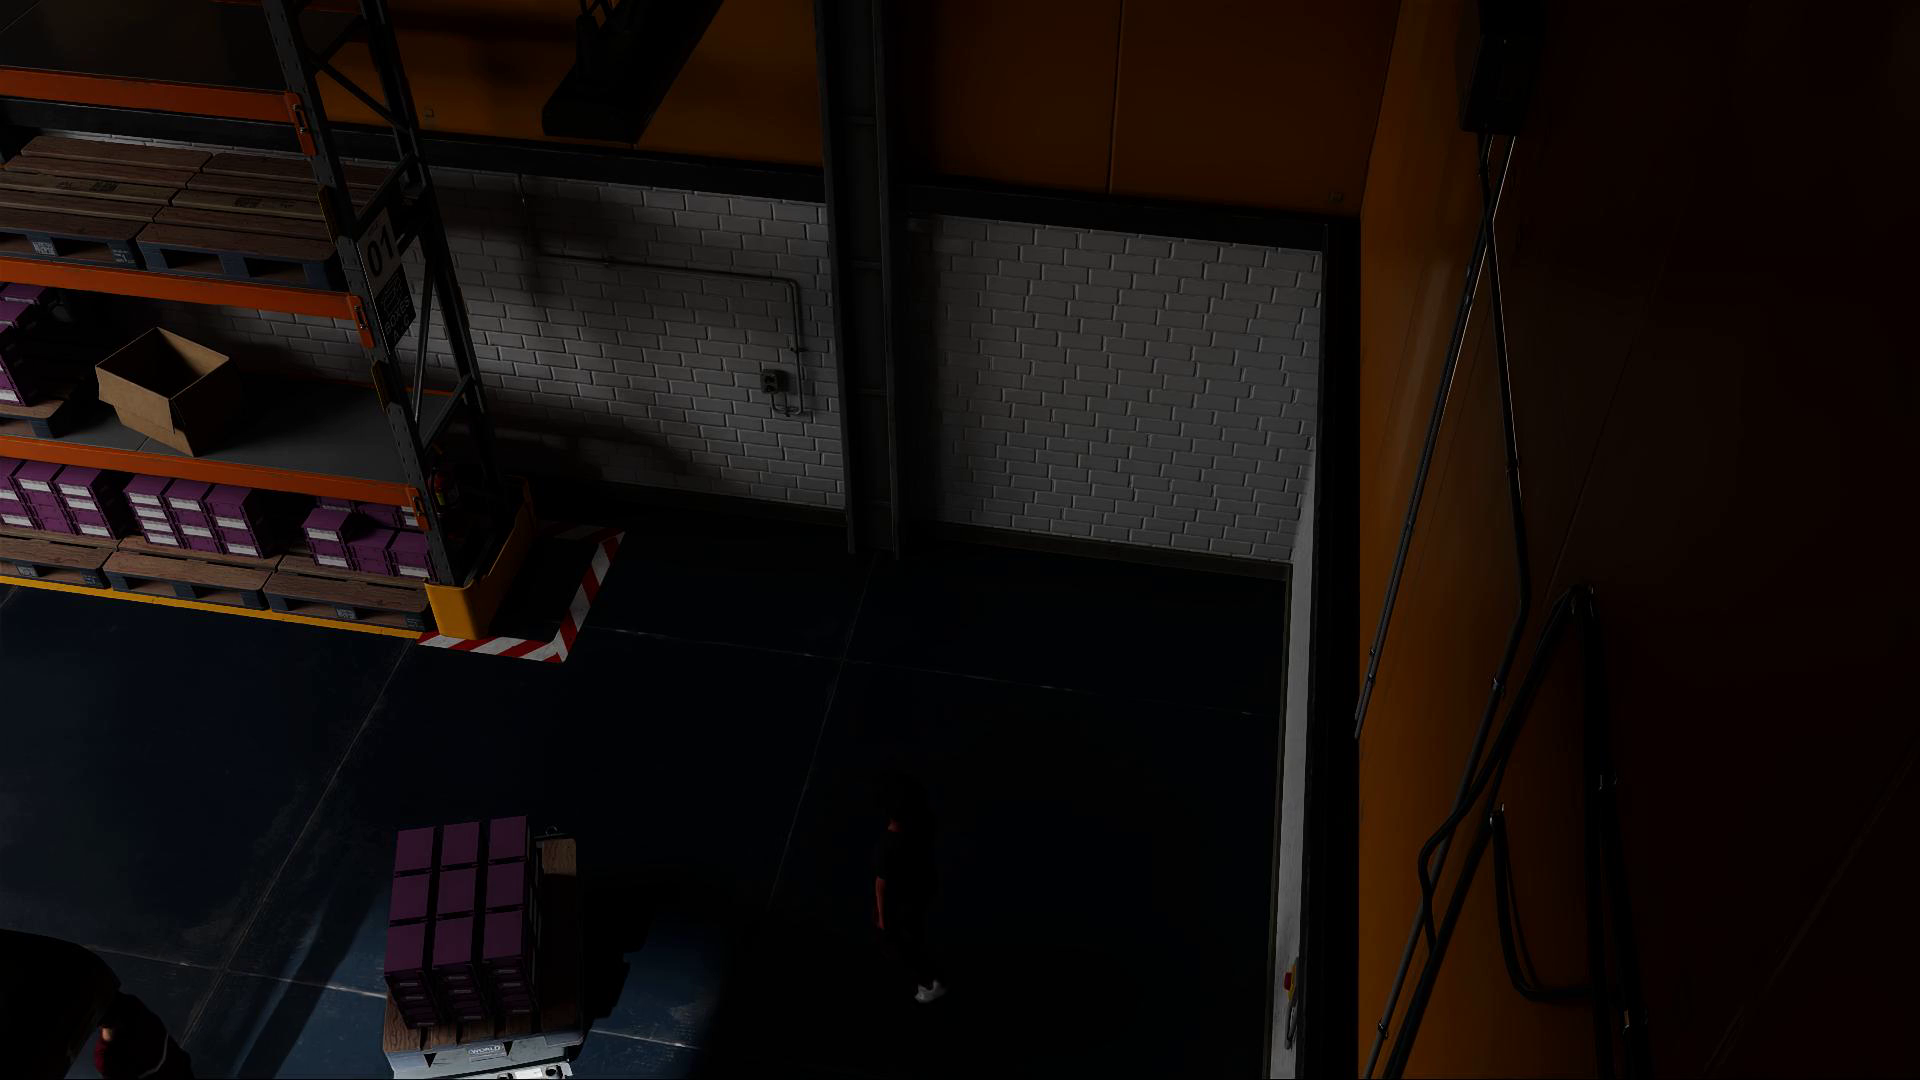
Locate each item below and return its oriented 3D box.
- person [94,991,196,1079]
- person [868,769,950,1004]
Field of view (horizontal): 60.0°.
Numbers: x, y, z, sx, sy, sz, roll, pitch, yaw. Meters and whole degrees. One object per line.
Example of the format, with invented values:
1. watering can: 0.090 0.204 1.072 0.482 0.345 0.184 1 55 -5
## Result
1. person: -3.948 2.696 8.218 0.613 1.702 0.683 -6 44 -6
2. person: -0.240 1.902 9.003 0.913 1.769 0.802 26 49 25
